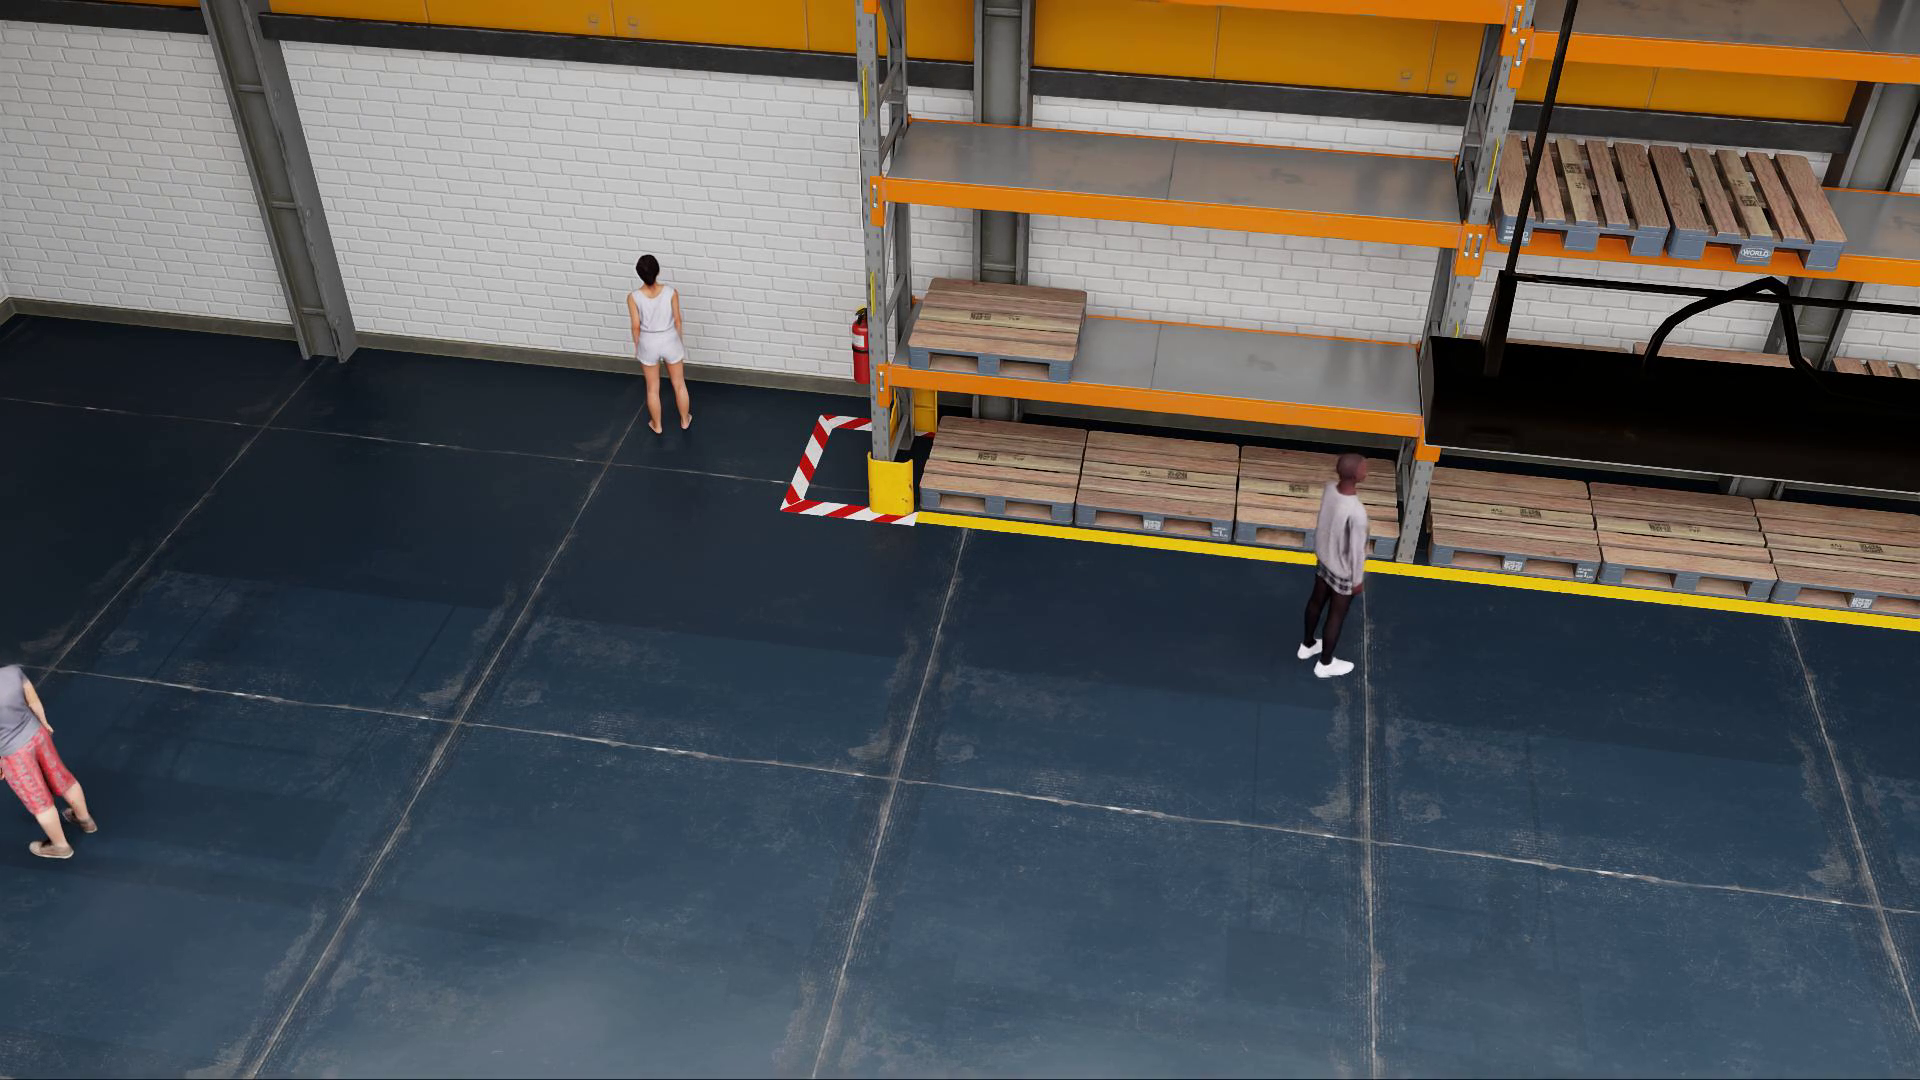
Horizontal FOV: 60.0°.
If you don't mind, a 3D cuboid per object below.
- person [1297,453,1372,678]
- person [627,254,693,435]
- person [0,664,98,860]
[{"bbox_3d":[2.501,0.152,11.070,0.715,1.771,0.699,-15,41,-18],"label":"person"},{"bbox_3d":[-2.416,-1.571,13.360,0.614,1.605,0.711,-10,40,-12],"label":"person"},{"bbox_3d":[-5.539,1.221,9.828,0.585,1.651,0.632,14,41,16],"label":"person"}]
